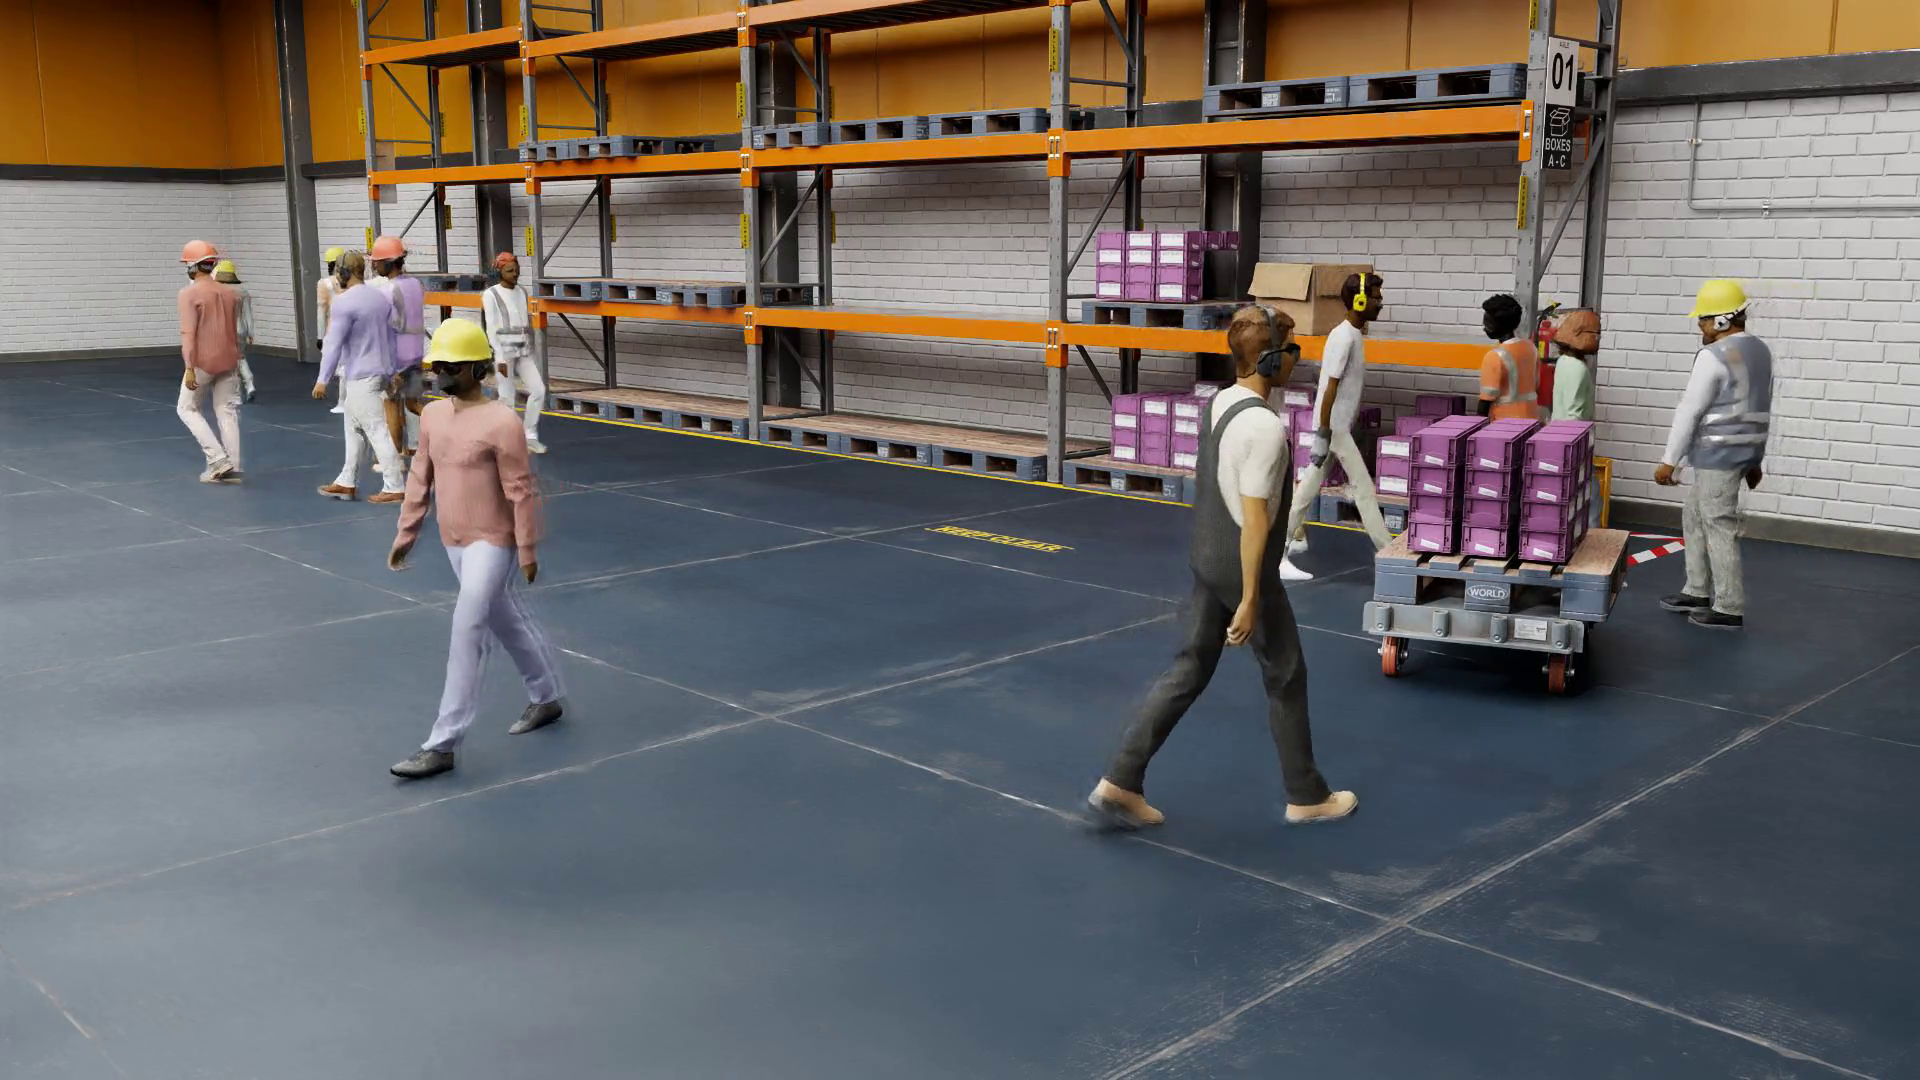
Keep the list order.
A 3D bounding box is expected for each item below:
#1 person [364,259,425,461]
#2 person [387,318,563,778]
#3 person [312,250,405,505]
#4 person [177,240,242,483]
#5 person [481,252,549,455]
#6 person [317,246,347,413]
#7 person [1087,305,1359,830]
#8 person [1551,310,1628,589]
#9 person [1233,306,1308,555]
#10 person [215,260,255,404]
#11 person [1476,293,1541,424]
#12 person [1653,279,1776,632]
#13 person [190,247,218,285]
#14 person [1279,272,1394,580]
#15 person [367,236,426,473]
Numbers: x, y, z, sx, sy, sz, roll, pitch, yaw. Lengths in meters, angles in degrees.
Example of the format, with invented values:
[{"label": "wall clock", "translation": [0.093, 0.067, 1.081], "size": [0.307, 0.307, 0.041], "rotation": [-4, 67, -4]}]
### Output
[{"label": "person", "translation": [-5.099, -1.671, 14.942], "size": [0.361, 1.936, 0.635], "rotation": [10, 14, 43]}, {"label": "person", "translation": [-1.886, -0.003, 6.458], "size": [0.533, 1.715, 0.930], "rotation": [7, 13, 35]}, {"label": "person", "translation": [-4.579, -1.202, 12.466], "size": [0.896, 1.899, 0.643], "rotation": [1, 10, 7]}, {"label": "person", "translation": [-6.100, -1.433, 13.524], "size": [0.445, 1.975, 0.647], "rotation": [3, 11, 18]}, {"label": "person", "translation": [-4.028, -1.673, 15.133], "size": [0.558, 1.866, 0.593], "rotation": [5, 12, 27]}, {"label": "person", "translation": [-6.881, -2.341, 18.684], "size": [0.789, 1.904, 0.583], "rotation": [5, 12, 27]}, {"label": "person", "translation": [0.898, 0.117, 5.590], "size": [0.966, 1.809, 0.535], "rotation": [-4, 11, -18]}, {"label": "person", "translation": [3.480, -0.524, 9.570], "size": [0.727, 1.600, 0.515], "rotation": [2, 11, 12]}, {"label": "person", "translation": [1.870, -0.663, 10.430], "size": [0.775, 1.598, 0.505], "rotation": [-3, 11, -14]}, {"label": "person", "translation": [-8.759, -2.483, 19.957], "size": [0.365, 1.724, 0.483], "rotation": [10, 14, 42]}, {"label": "person", "translation": [3.259, -0.648, 10.054], "size": [0.534, 1.669, 0.555], "rotation": [10, 15, 44]}, {"label": "person", "translation": [3.846, -0.440, 8.614], "size": [0.586, 1.797, 0.667], "rotation": [-9, 14, -41]}, {"label": "person", "translation": [-10.654, -3.255, 23.744], "size": [0.572, 1.869, 0.409], "rotation": [-5, 12, -25]}, {"label": "person", "translation": [2.275, -0.636, 9.655], "size": [1.033, 1.803, 0.523], "rotation": [2, 11, 9]}, {"label": "person", "translation": [-4.641, -1.545, 14.028], "size": [0.750, 2.023, 0.626], "rotation": [3, 11, 15]}]
